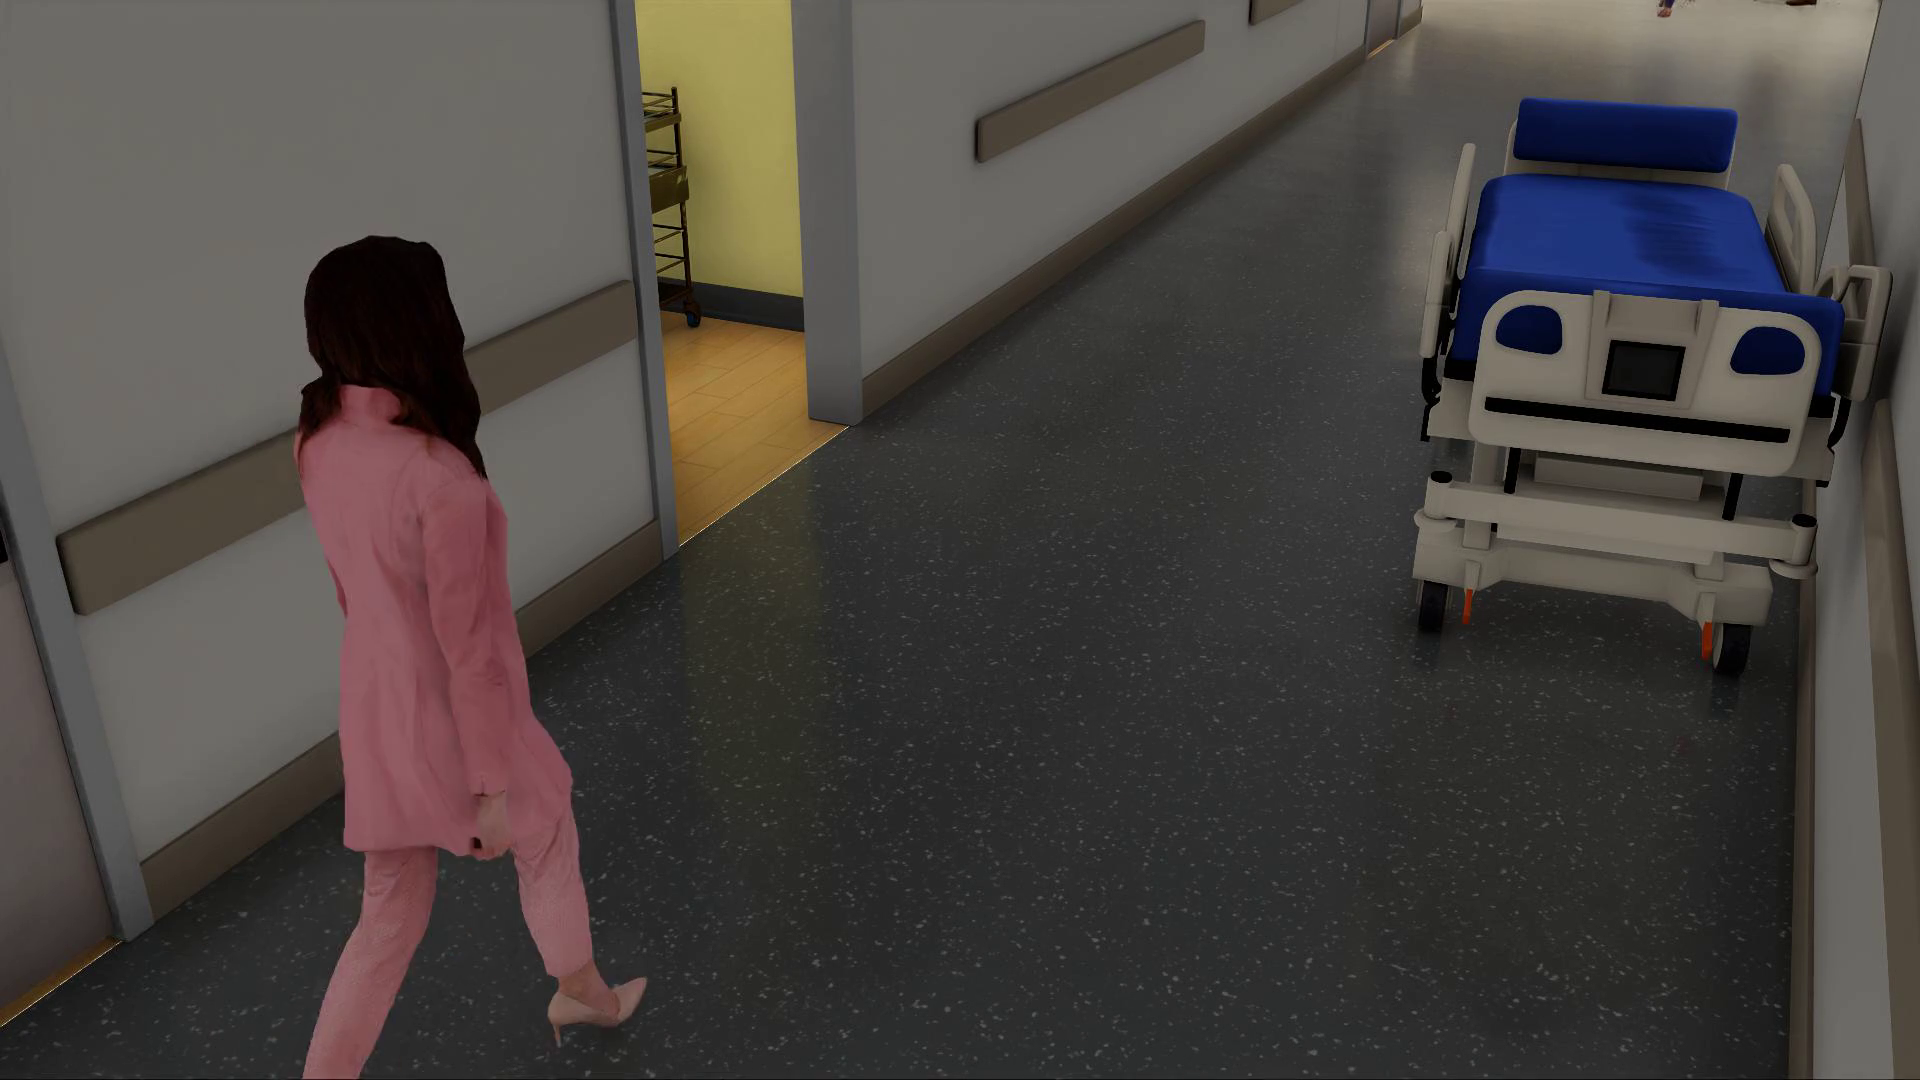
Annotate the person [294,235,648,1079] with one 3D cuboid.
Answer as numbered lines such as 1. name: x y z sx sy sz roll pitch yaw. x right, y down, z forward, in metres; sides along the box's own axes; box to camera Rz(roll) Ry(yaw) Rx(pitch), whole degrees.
1. person: -0.974 0.405 2.869 1.097 1.760 0.775 15 29 28
